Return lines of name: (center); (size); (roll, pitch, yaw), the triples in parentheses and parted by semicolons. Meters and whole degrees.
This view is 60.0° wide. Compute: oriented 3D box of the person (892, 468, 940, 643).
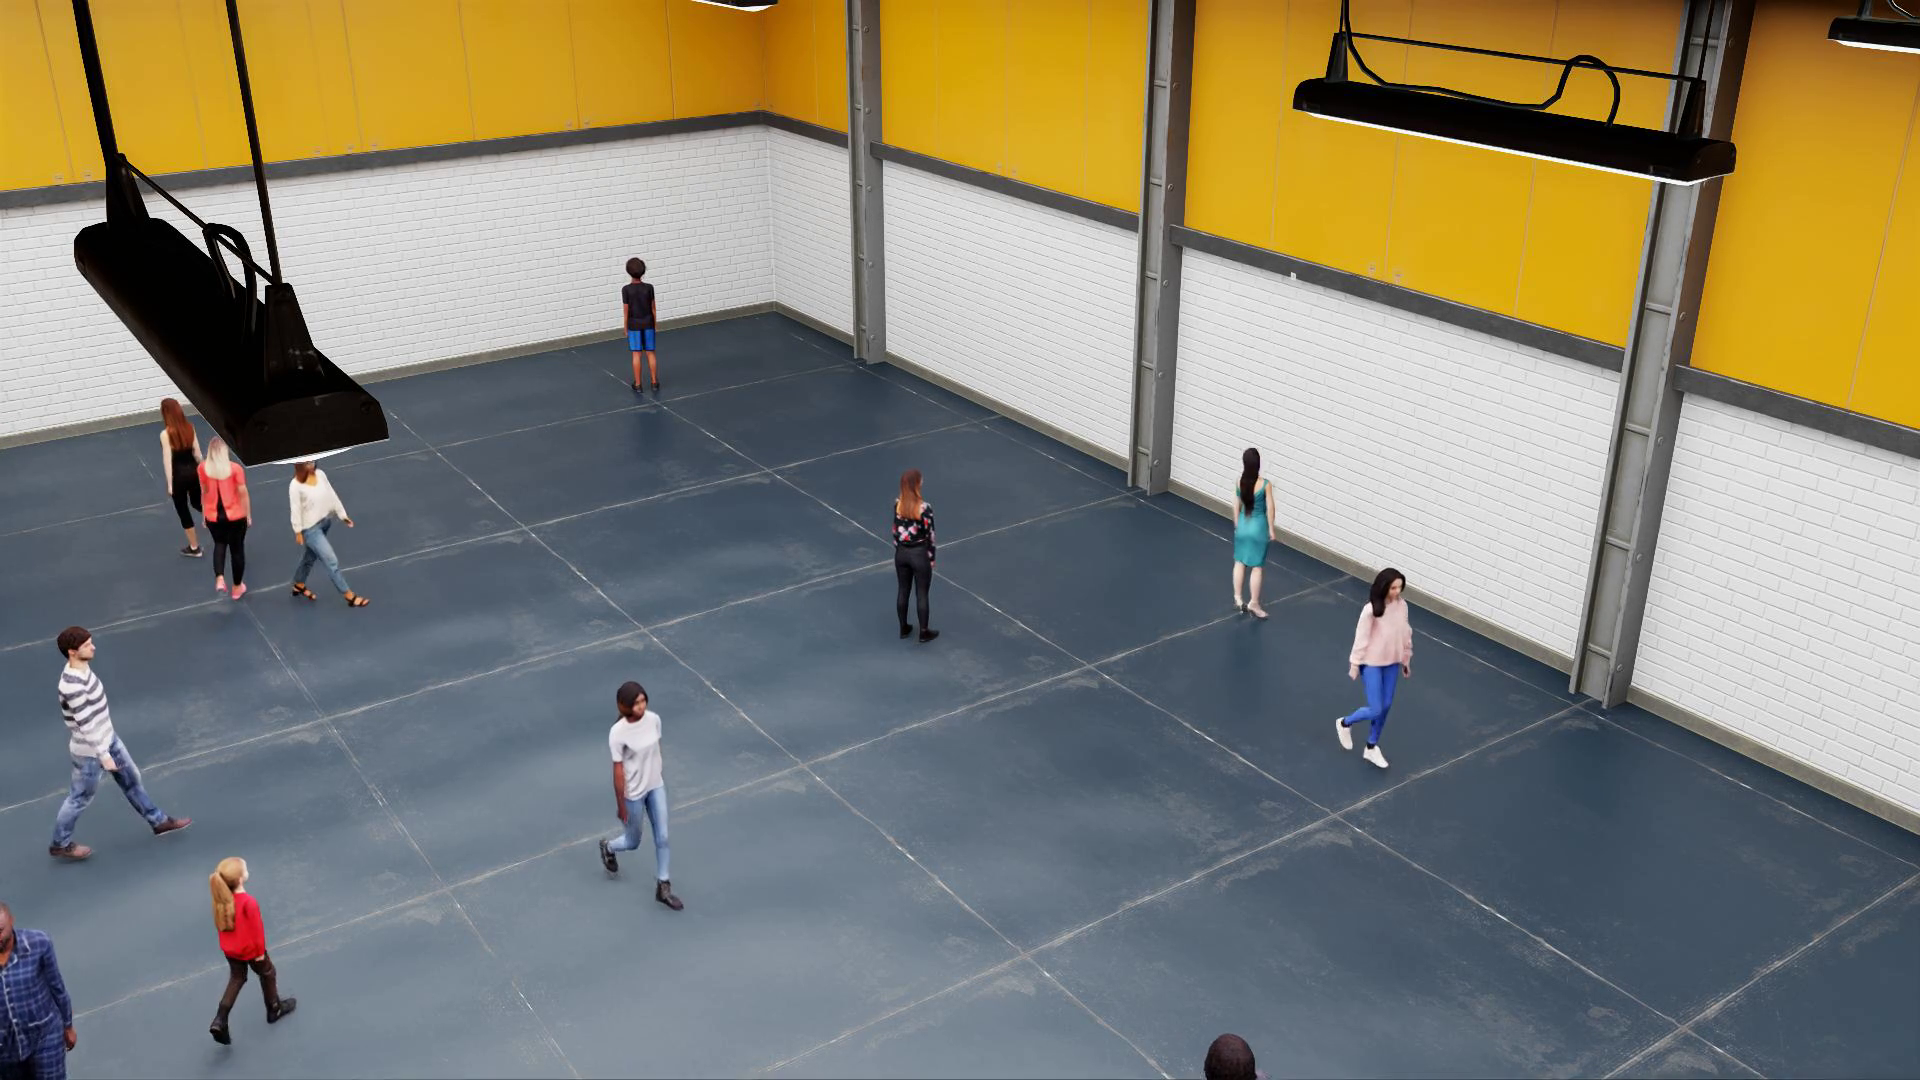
person: (-0.431, 0.135, 15.321); (0.577, 1.683, 0.701); (13, 27, 28)

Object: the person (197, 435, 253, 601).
person: (-7.095, -0.173, 16.033); (0.794, 1.676, 0.855); (-3, 24, -7)

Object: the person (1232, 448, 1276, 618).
person: (2.800, -0.057, 15.765); (0.554, 1.678, 0.701); (18, 30, 36)

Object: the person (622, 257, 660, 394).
person: (-4.216, -2.844, 21.991); (0.659, 1.798, 0.644); (-9, 25, -20)

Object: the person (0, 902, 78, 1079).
person: (-5.182, 2.726, 9.254); (0.806, 1.794, 1.078); (-10, 25, -21)

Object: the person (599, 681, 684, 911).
person: (-2.275, 1.750, 11.607); (1.084, 1.698, 0.755); (19, 30, 37)

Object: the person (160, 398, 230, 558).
person: (-7.845, -0.607, 16.980); (0.971, 1.713, 0.825); (11, 26, 24)

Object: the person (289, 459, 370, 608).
person: (-6.253, -0.110, 15.942); (1.155, 1.633, 1.057); (5, 24, 12)

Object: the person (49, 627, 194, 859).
person: (-6.369, 1.512, 12.024); (0.999, 1.799, 1.230); (-7, 24, -15)

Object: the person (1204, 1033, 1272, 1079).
person: (1.355, 3.188, 8.460); (0.676, 1.583, 0.751); (-14, 27, -29)

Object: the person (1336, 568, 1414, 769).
person: (3.284, 0.976, 13.310); (0.704, 1.751, 0.759); (-13, 27, -28)

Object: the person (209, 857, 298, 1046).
person: (-4.483, 2.547, 10.317); (0.829, 1.269, 0.824); (8, 25, 19)
